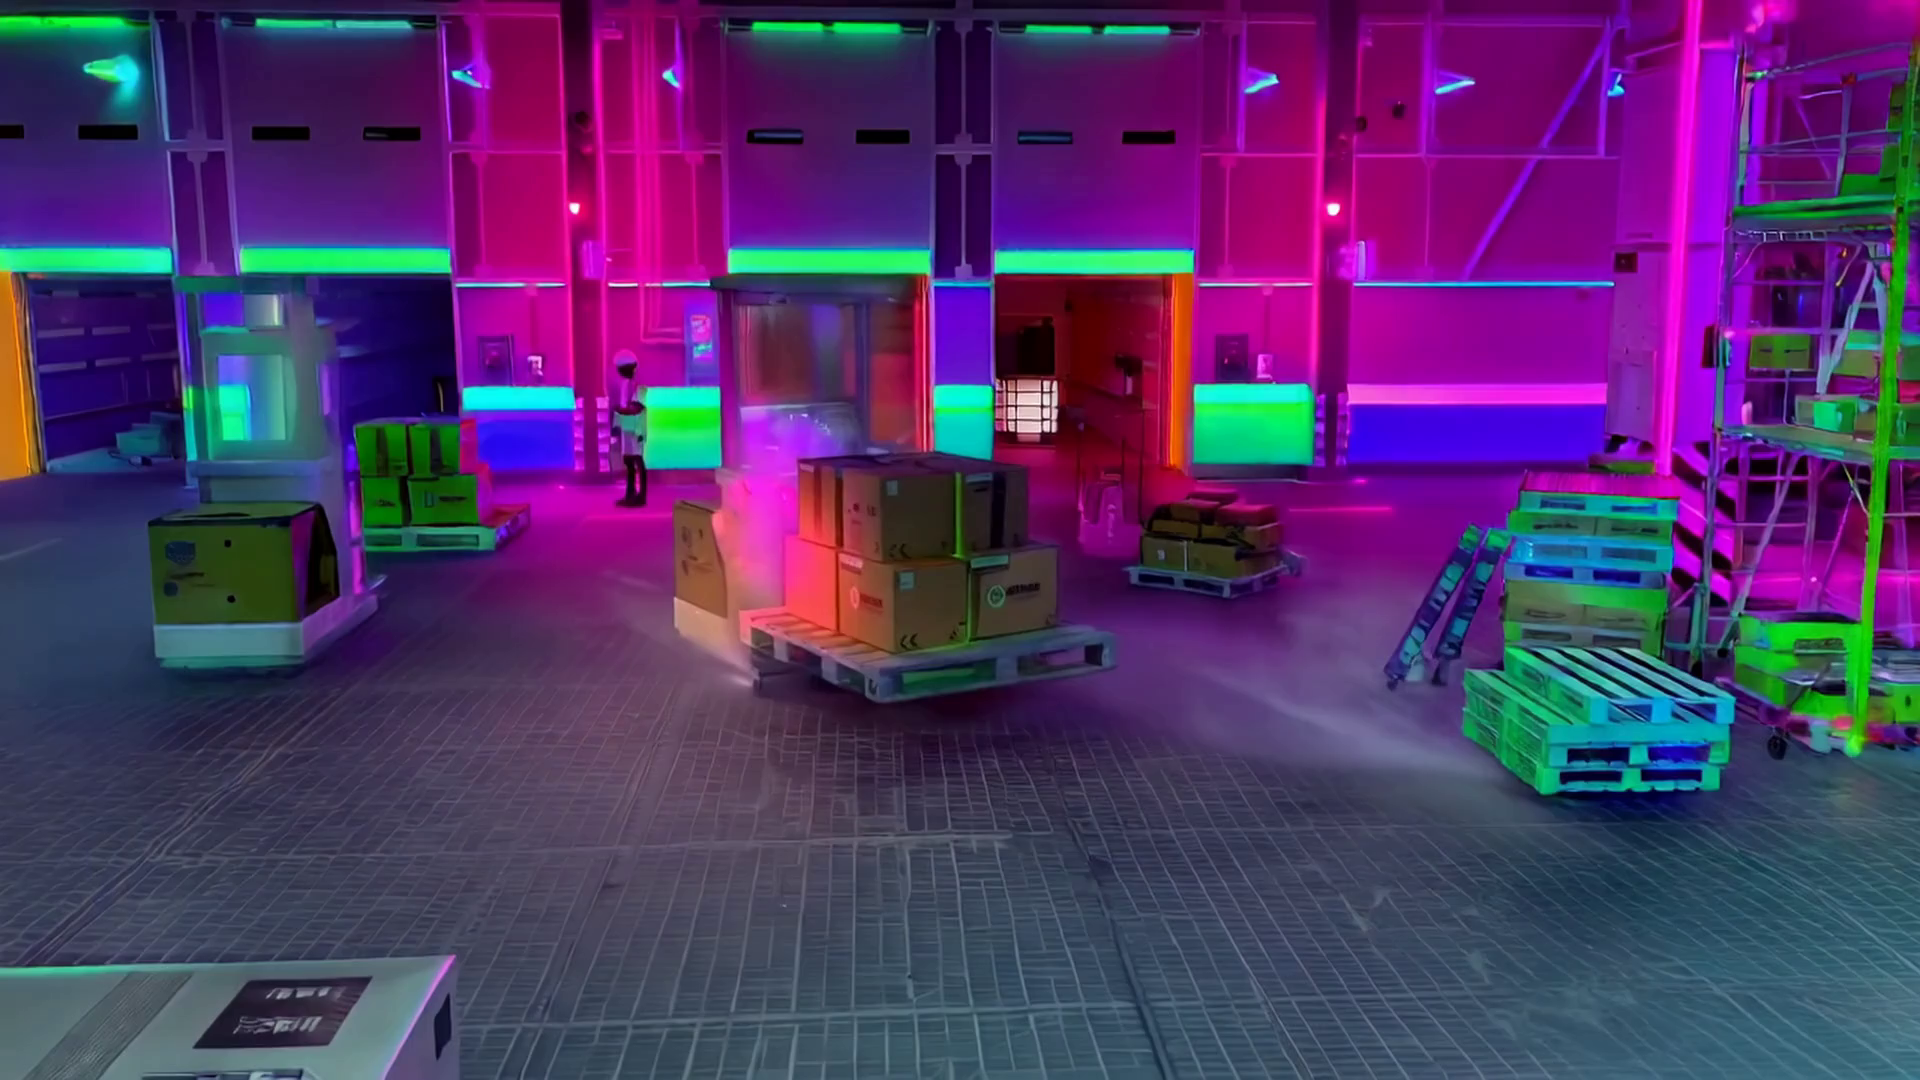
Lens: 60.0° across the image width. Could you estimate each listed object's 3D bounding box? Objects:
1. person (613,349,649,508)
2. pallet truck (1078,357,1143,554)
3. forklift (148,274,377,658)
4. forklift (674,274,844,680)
[{"bbox_3d":[-4.027,-1.360,20.271,0.389,1.930,0.544,-8,12,-41],"label":"person"},{"bbox_3d":[2.088,-0.836,16.757,1.885,1.965,0.823,2,9,13],"label":"pallet truck"},{"bbox_3d":[-5.348,-0.627,12.681,1.129,2.768,1.873,-1,9,-4],"label":"forklift"},{"bbox_3d":[-1.327,-0.565,12.298,1.129,2.768,1.873,-6,11,-31],"label":"forklift"}]
